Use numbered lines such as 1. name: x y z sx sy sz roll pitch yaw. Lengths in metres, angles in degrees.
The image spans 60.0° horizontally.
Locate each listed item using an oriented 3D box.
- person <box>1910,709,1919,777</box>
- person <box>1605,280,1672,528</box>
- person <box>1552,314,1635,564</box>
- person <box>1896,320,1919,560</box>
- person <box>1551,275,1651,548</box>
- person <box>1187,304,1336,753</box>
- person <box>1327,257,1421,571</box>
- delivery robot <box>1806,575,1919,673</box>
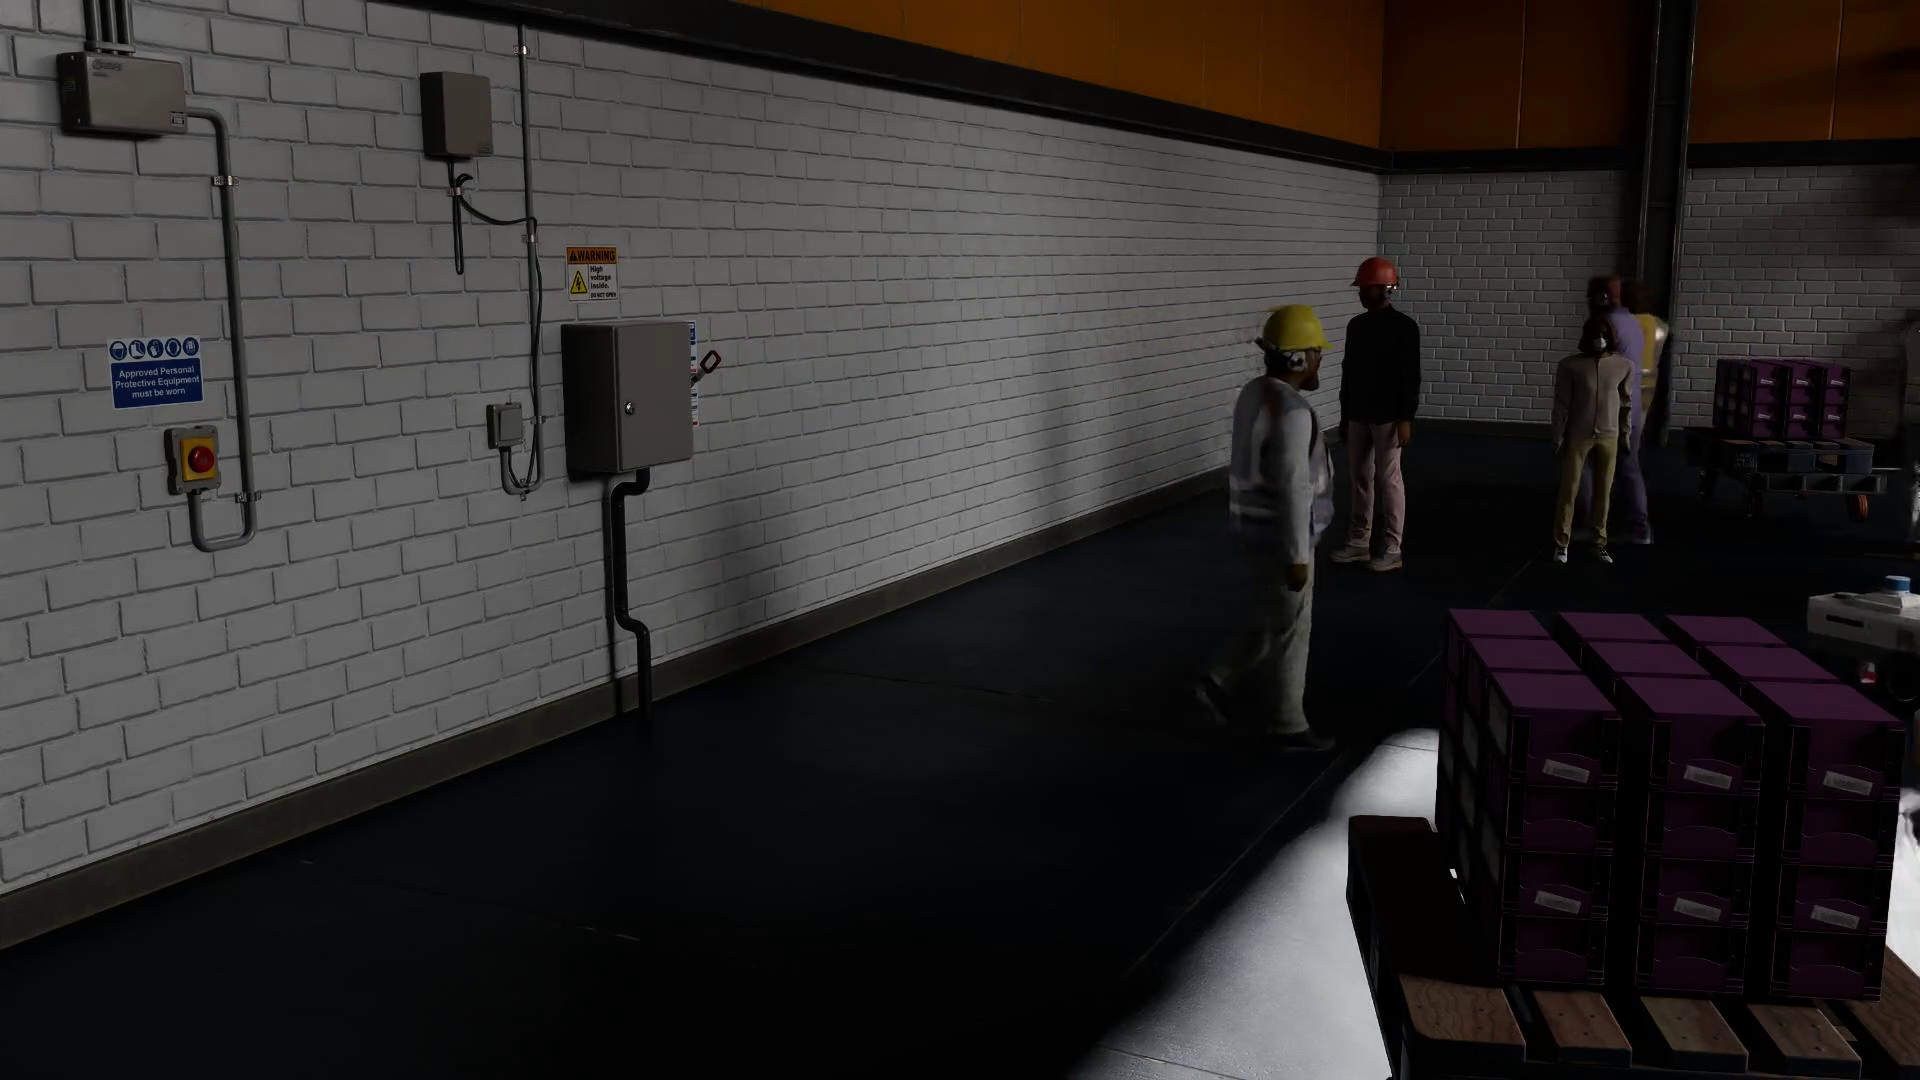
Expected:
1. person: 3.691 0.121 5.811 0.647 1.821 0.624 0 10 -1
2. person: 4.846 -0.995 12.261 0.713 1.820 0.441 -1 10 -4
3. person: 4.116 -0.654 10.840 0.507 1.631 0.266 1 10 6
4. person: 6.422 -0.797 10.958 0.479 1.877 0.614 -3 10 -14
5. person: 4.444 -0.873 11.455 0.727 1.864 0.702 9 13 41
6. person: 1.262 -0.030 6.676 0.493 1.822 0.611 -1 10 -8
7. person: 2.649 -0.803 10.653 0.397 1.992 0.621 -6 11 -30
8. delivery robot: 4.237 0.405 7.557 0.477 0.478 0.707 -5 11 -27
